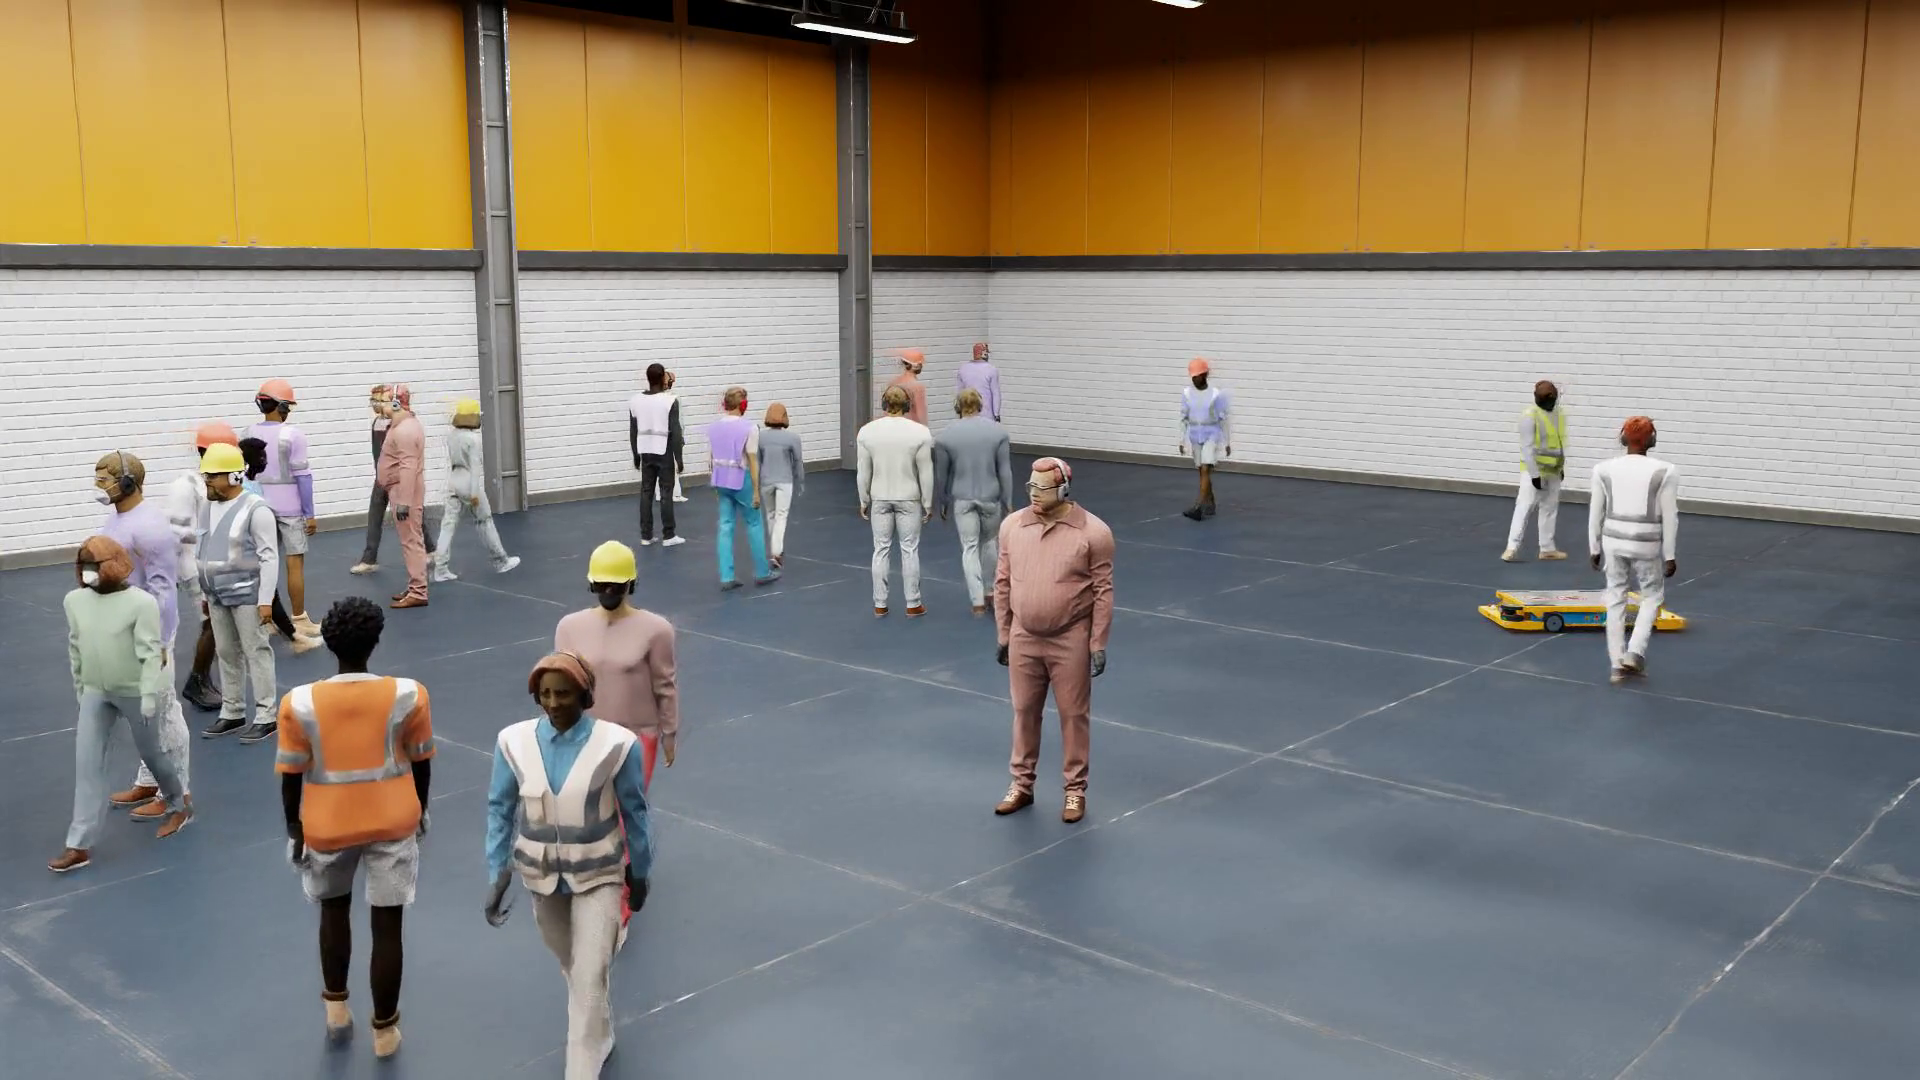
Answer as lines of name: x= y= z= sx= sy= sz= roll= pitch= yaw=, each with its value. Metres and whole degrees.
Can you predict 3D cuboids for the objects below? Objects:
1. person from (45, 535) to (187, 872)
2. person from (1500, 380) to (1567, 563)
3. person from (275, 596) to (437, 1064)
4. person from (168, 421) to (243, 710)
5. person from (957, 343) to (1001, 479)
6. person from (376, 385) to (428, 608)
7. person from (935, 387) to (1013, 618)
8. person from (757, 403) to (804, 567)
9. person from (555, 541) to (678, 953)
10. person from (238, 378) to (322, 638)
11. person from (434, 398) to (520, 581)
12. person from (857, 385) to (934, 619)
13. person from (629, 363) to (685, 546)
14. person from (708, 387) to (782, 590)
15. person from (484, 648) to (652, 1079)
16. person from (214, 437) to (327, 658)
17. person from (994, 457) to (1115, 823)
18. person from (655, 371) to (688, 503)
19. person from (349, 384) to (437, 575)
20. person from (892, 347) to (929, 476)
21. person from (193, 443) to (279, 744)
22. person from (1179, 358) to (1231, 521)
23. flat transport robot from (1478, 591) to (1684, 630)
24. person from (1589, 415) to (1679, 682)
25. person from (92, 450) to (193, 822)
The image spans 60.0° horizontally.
person: x=-4.124 y=0.760 z=8.126 sx=0.510 sy=1.582 sz=0.853 roll=1 pitch=9 yaw=4
person: x=5.742 y=-0.673 z=16.428 sx=0.781 sy=1.812 sz=0.433 roll=-6 pitch=11 yaw=-33
person: x=-2.185 y=1.037 z=6.079 sx=0.536 sy=1.677 sz=0.566 roll=-2 pitch=9 yaw=-14
person: x=-4.861 y=0.183 z=10.750 sx=0.551 sy=1.901 sz=0.595 roll=2 pitch=9 yaw=12
person: x=0.285 y=-1.782 z=23.077 sx=0.649 sy=1.904 sz=0.401 roll=5 pitch=10 yaw=28
person: x=-4.769 y=-0.374 z=14.228 sx=0.403 sy=1.906 sz=0.652 roll=-2 pitch=9 yaw=-15
person: x=0.105 y=-0.333 z=13.986 sx=0.645 sy=1.899 sz=0.876 roll=-1 pitch=9 yaw=-5
person: x=-1.799 y=-0.545 z=16.286 sx=0.516 sy=1.595 sz=0.846 roll=1 pitch=9 yaw=9
person: x=-1.490 y=0.833 z=7.249 sx=0.526 sy=1.717 sz=0.937 roll=1 pitch=9 yaw=7
person: x=-5.283 y=-0.239 z=12.966 sx=0.607 sy=2.040 sz=0.378 roll=3 pitch=9 yaw=16
person: x=-4.598 y=-0.482 z=15.584 sx=0.500 sy=1.687 sz=0.925 roll=6 pitch=11 yaw=31
person: x=-0.529 y=-0.311 z=13.729 sx=0.635 sy=1.938 sz=0.354 roll=1 pitch=9 yaw=9
person: x=-3.179 y=-0.890 z=17.435 sx=0.594 sy=1.915 sz=0.374 roll=3 pitch=10 yaw=20
person: x=-1.959 y=-0.475 z=15.098 sx=0.600 sy=1.821 sz=0.718 roll=5 pitch=10 yaw=30
person: x=-1.319 y=1.161 z=5.567 sx=0.515 sy=1.589 sz=0.864 roll=1 pitch=9 yaw=7
person: x=-5.174 y=0.063 z=12.266 sx=0.887 sy=1.641 sz=0.542 roll=-3 pitch=9 yaw=-17
person: x=0.467 y=0.516 z=8.648 sx=0.642 sy=1.905 sz=0.399 roll=4 pitch=10 yaw=23
person: x=-3.657 y=-1.281 z=20.758 sx=0.511 sy=1.641 sz=0.309 roll=4 pitch=10 yaw=25
person: x=-5.448 y=-0.598 z=15.984 sx=0.513 sy=1.806 sz=0.947 roll=5 pitch=10 yaw=29
person: x=-0.541 y=-1.296 z=19.775 sx=0.554 sy=1.977 sz=0.657 roll=-6 pitch=11 yaw=-31
person: x=-4.402 y=0.322 z=10.089 sx=0.594 sy=1.832 sz=0.403 roll=5 pitch=10 yaw=27
person: x=2.862 y=-1.177 z=19.380 sx=0.590 sy=1.877 sz=1.020 roll=6 pitch=11 yaw=32
flat transport robot: x=5.016 y=0.562 z=13.470 sx=1.431 sy=0.197 sz=0.652 roll=0 pitch=9 yaw=-1
person: x=4.678 y=0.065 z=11.565 sx=0.602 sy=1.872 sz=0.412 roll=7 pitch=11 yaw=36
person: x=-4.278 y=0.491 z=8.692 sx=0.353 sy=1.937 sz=0.635 roll=-9 pitch=12 yaw=-43
